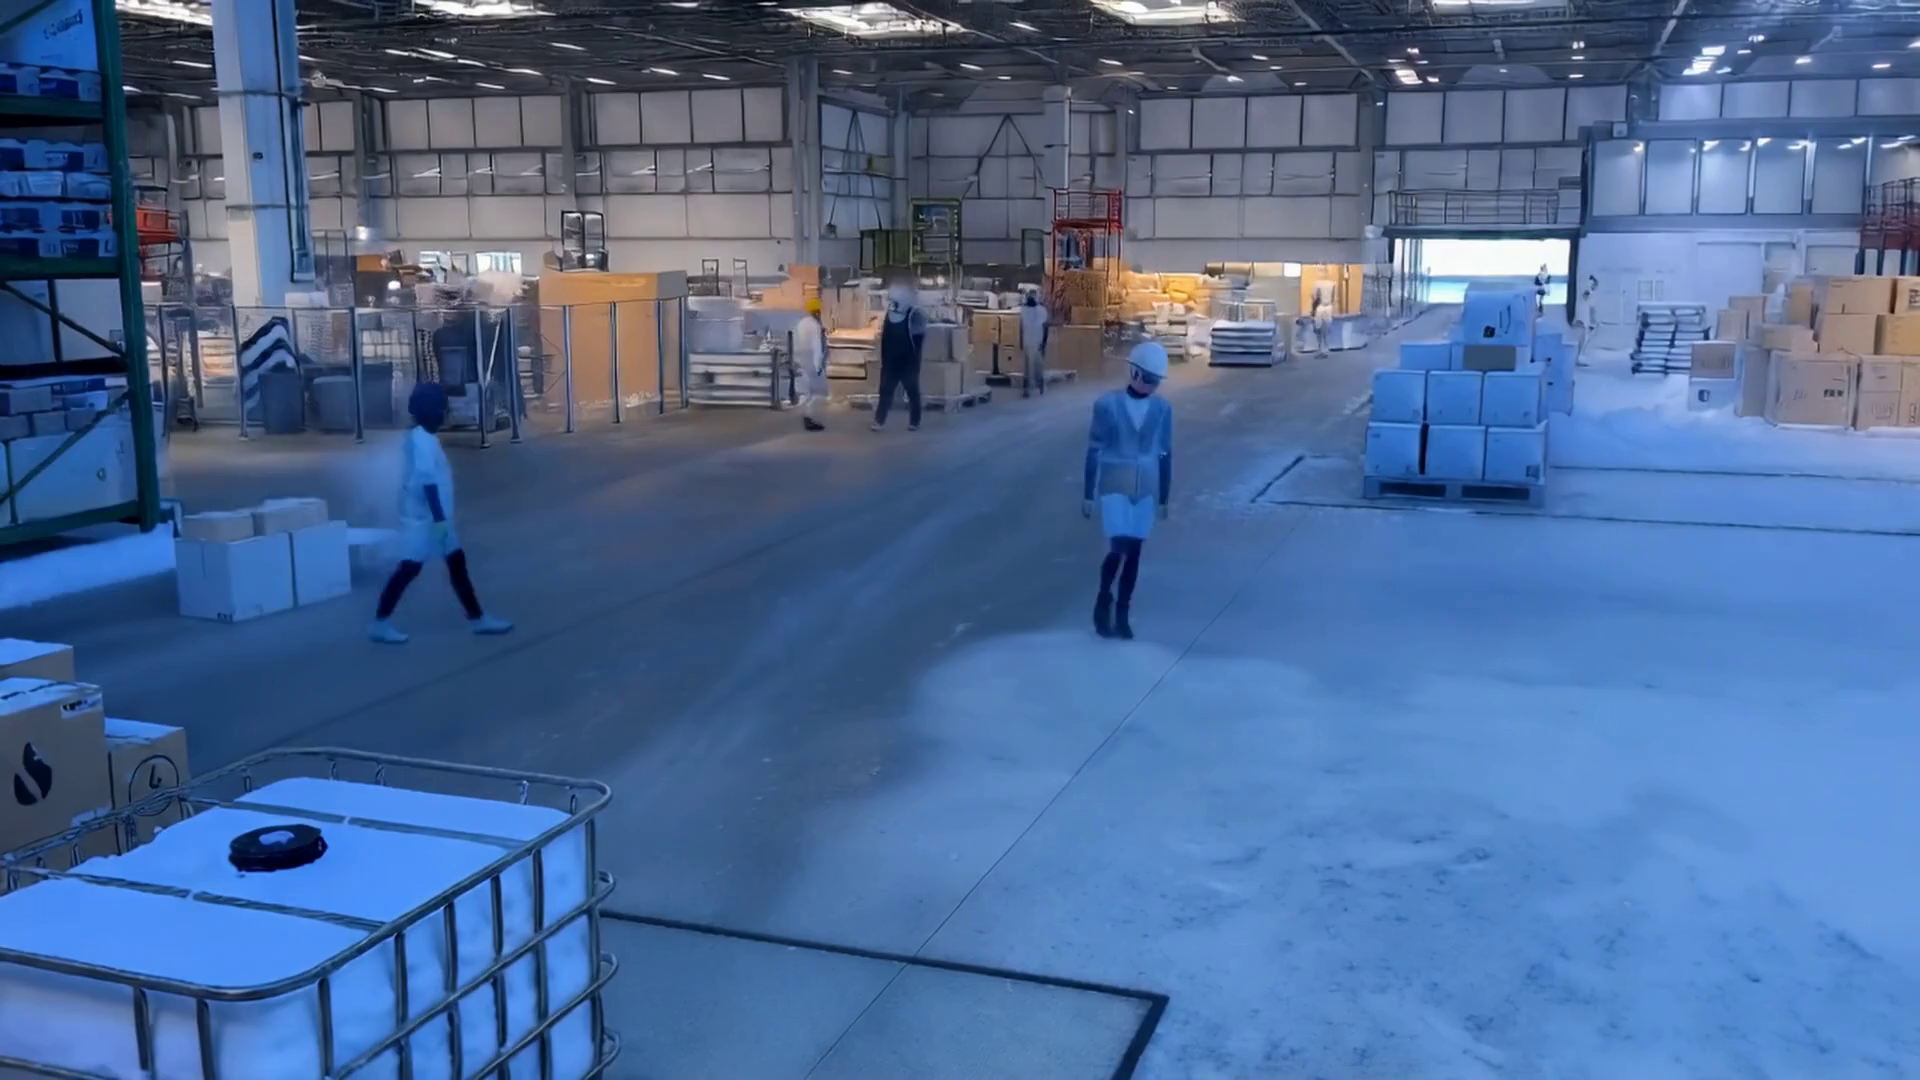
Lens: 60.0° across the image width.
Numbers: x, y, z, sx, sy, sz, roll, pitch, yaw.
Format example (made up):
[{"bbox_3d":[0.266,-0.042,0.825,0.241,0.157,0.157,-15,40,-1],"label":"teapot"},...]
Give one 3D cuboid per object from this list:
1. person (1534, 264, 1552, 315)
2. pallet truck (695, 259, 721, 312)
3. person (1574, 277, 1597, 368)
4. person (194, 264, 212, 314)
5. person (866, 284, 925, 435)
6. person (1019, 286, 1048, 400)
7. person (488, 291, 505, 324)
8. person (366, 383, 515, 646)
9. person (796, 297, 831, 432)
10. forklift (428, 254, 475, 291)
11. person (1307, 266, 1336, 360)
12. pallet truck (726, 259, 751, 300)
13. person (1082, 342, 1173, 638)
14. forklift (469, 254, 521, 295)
[{"bbox_3d":[20.987,-9.032,59.934,0.578,1.819,1.030,4,11,19],"label":"person"},{"bbox_3d":[-9.165,-9.627,62.776,0.823,1.965,1.885,4,11,23],"label":"pallet truck"},{"bbox_3d":[12.828,-4.449,34.018,0.328,1.861,0.500,-2,10,-12],"label":"person"},{"bbox_3d":[-27.498,-9.113,60.381,0.617,1.810,0.545,-3,10,-16],"label":"person"},{"bbox_3d":[-0.838,-2.390,21.894,0.693,2.000,0.981,6,11,28],"label":"person"},{"bbox_3d":[1.220,-3.225,27.160,0.527,1.845,0.796,5,11,25],"label":"person"},{"bbox_3d":[-8.429,-3.757,30.659,0.811,1.670,0.537,3,11,18],"label":"person"},{"bbox_3d":[-3.337,-0.161,10.440,0.890,1.650,0.546,-2,10,-12],"label":"person"},{"bbox_3d":[-1.977,-2.342,22.259,0.426,1.811,0.613,-5,11,-27],"label":"person"},{"bbox_3d":[-20.133,-10.254,65.465,1.157,1.987,2.680,3,11,19],"label":"forklift"},{"bbox_3d":[7.912,-4.949,36.367,0.658,2.017,0.402,-4,11,-22],"label":"person"},{"bbox_3d":[-7.986,-9.493,62.019,0.823,1.965,1.885,3,11,17],"label":"pallet truck"},{"bbox_3d":[1.080,-0.300,10.544,0.587,1.896,0.465,-3,10,-16],"label":"person"},{"bbox_3d":[-17.990,-10.121,64.684,1.157,1.987,2.680,3,11,17],"label":"forklift"}]
